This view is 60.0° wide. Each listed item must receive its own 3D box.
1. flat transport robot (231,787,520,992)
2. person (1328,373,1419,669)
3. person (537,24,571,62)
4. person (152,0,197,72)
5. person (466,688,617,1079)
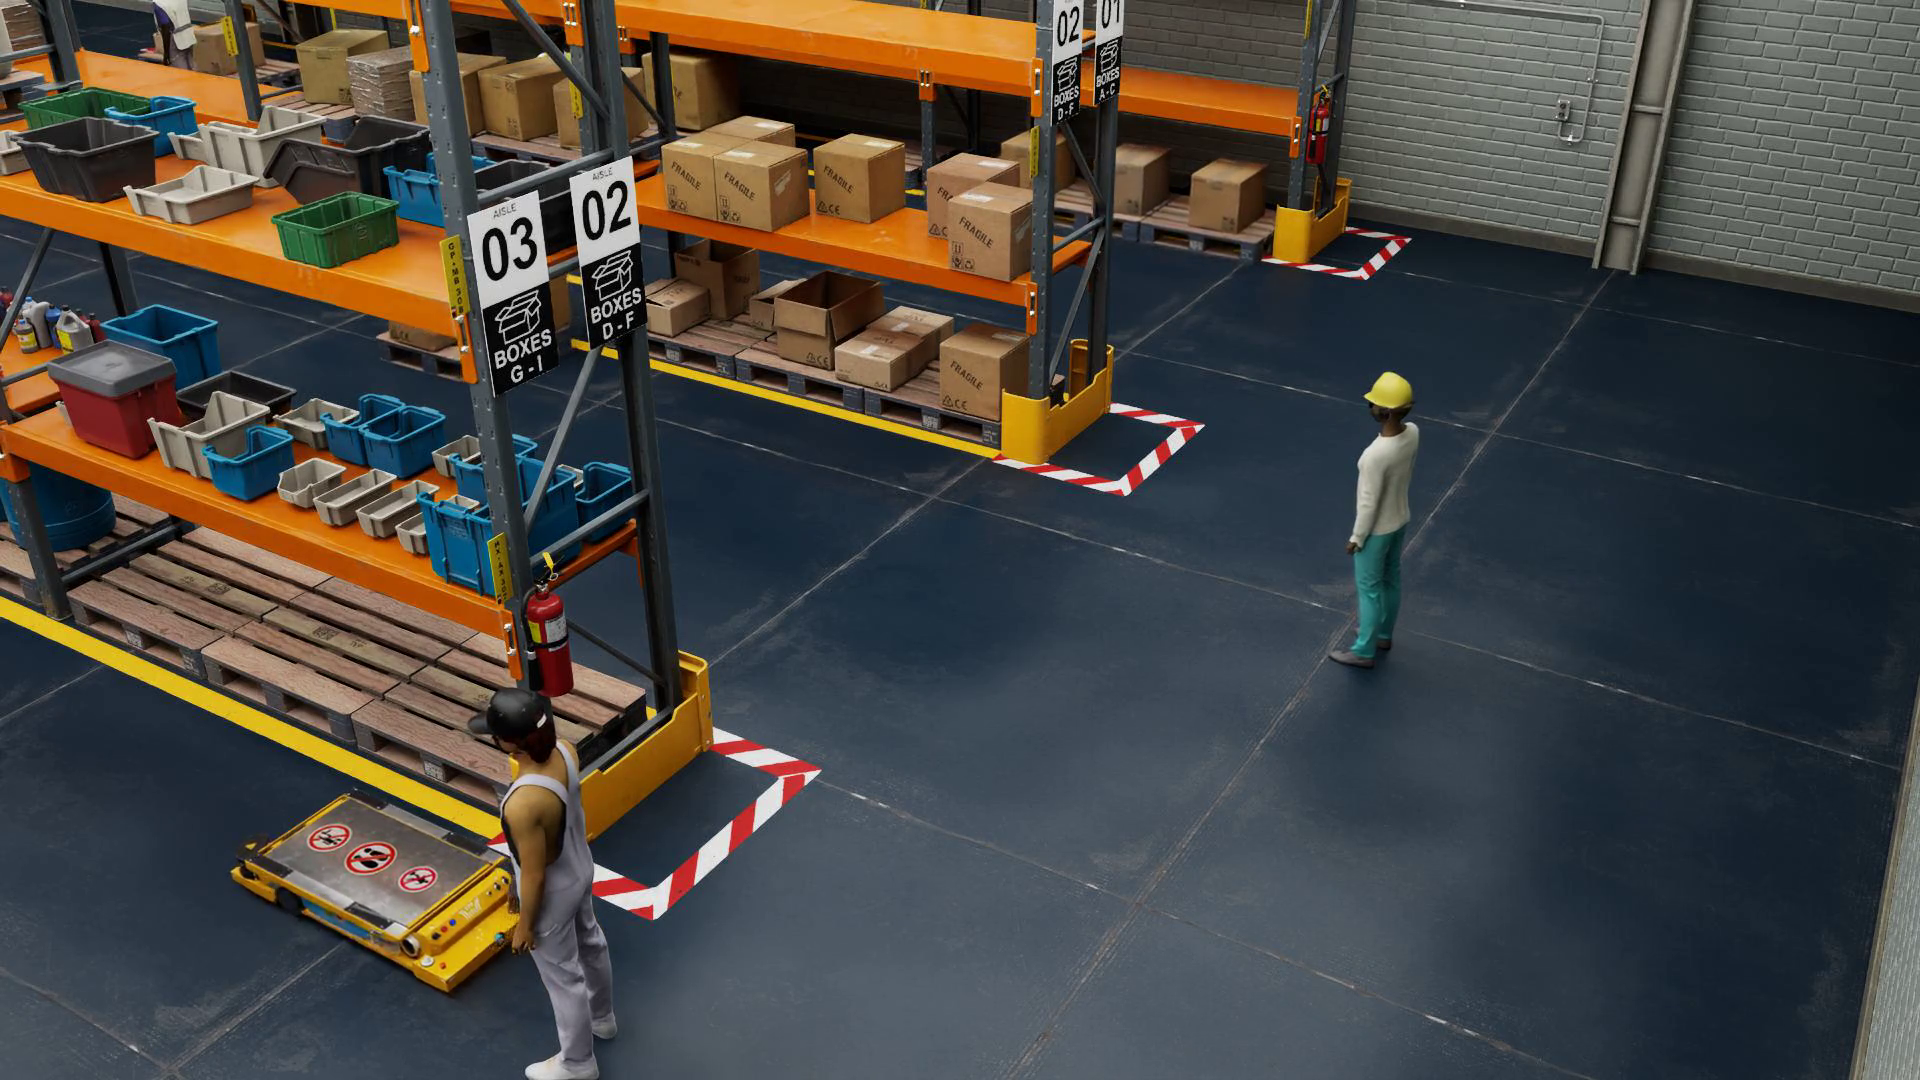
[{"bbox_3d":[-2.672,1.594,7.774,1.431,0.231,0.659,16,33,27],"label":"flat transport robot"},{"bbox_3d":[2.323,-0.100,9.274,0.325,1.768,0.524,23,37,35],"label":"person"},{"bbox_3d":[-4.087,-4.461,17.169,0.536,1.695,0.320,7,30,12],"label":"person"},{"bbox_3d":[-9.023,-5.683,19.211,0.385,1.845,0.568,3,29,5],"label":"person"},{"bbox_3d":[-1.648,1.361,6.560,0.388,1.858,0.513,6,30,10],"label":"person"}]
